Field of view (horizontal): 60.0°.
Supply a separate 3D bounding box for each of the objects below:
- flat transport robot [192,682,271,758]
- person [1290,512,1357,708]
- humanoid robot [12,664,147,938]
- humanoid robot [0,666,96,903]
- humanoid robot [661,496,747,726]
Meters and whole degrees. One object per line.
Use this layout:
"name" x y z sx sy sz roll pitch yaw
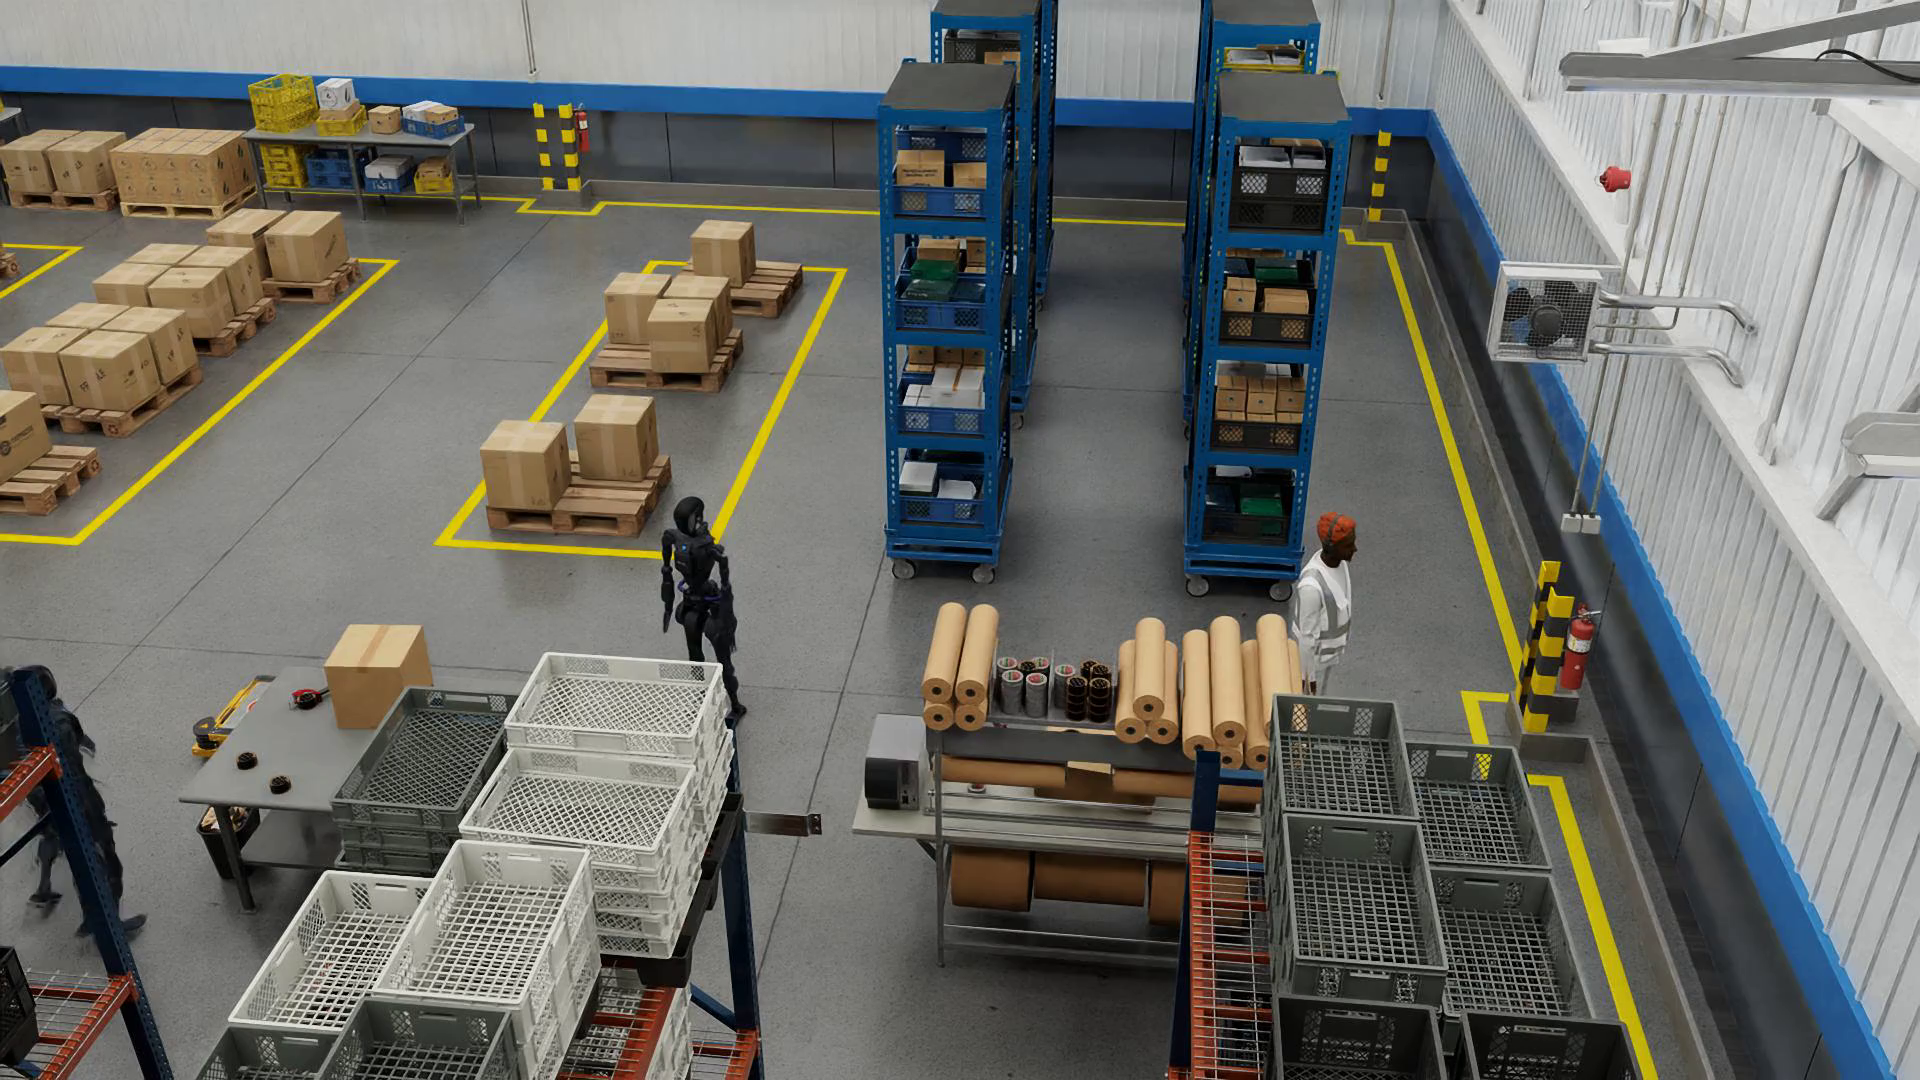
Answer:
"flat transport robot" -4.089 1.163 10.648 1.431 0.197 0.652 3 30 6
"person" 2.145 0.674 9.911 0.355 1.882 0.574 14 33 23
"humanoid robot" -4.747 1.389 8.902 0.622 1.637 0.454 19 35 30
"humanoid robot" -5.217 1.222 9.225 0.582 1.632 0.782 -2 30 -4
"humanoid robot" -1.626 0.447 10.502 0.570 1.649 0.348 17 34 26
